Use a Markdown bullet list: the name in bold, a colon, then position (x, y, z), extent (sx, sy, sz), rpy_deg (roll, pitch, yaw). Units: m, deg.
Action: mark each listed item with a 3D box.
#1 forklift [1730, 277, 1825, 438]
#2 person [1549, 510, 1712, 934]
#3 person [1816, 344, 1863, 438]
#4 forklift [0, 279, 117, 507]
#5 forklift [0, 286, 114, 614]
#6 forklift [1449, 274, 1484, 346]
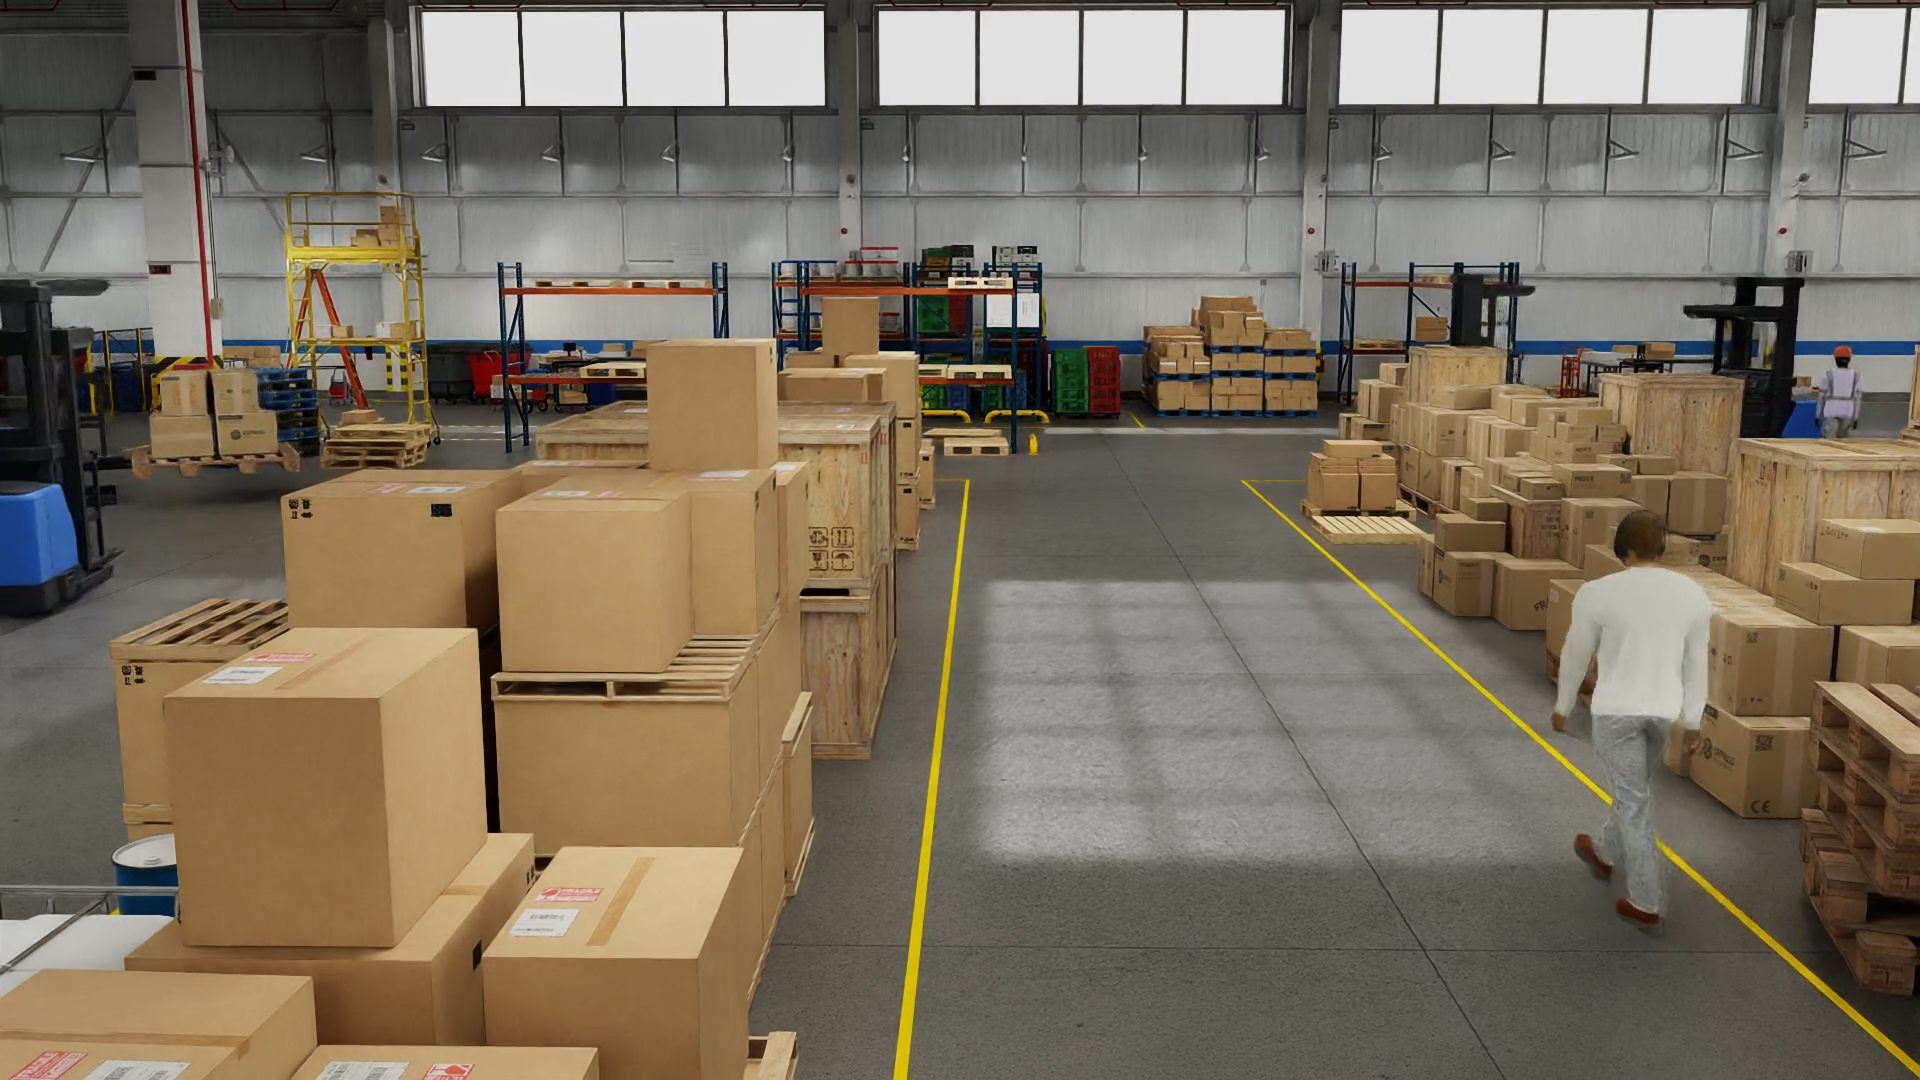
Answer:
- **forklift**: position (11.457, -2.355, 23.744), extent (1.873, 2.768, 1.129), rpy_deg (-4, 10, -23)
- **person**: position (3.098, 0.795, 7.809), extent (0.635, 1.892, 0.976), rpy_deg (-1, 10, -9)
- **person**: position (12.216, -1.762, 23.107), extent (0.543, 1.915, 0.742), rpy_deg (3, 10, 17)
- **forklift**: position (-11.508, -1.797, 20.400), extent (1.873, 2.768, 1.129), rpy_deg (-5, 11, -26)
- **forklift**: position (-8.460, -0.840, 14.670), extent (1.129, 2.768, 1.873), rpy_deg (-2, 10, -11)
- **forklift**: position (8.870, -3.287, 29.327), extent (1.873, 2.768, 1.129), rpy_deg (0, 9, 1)
